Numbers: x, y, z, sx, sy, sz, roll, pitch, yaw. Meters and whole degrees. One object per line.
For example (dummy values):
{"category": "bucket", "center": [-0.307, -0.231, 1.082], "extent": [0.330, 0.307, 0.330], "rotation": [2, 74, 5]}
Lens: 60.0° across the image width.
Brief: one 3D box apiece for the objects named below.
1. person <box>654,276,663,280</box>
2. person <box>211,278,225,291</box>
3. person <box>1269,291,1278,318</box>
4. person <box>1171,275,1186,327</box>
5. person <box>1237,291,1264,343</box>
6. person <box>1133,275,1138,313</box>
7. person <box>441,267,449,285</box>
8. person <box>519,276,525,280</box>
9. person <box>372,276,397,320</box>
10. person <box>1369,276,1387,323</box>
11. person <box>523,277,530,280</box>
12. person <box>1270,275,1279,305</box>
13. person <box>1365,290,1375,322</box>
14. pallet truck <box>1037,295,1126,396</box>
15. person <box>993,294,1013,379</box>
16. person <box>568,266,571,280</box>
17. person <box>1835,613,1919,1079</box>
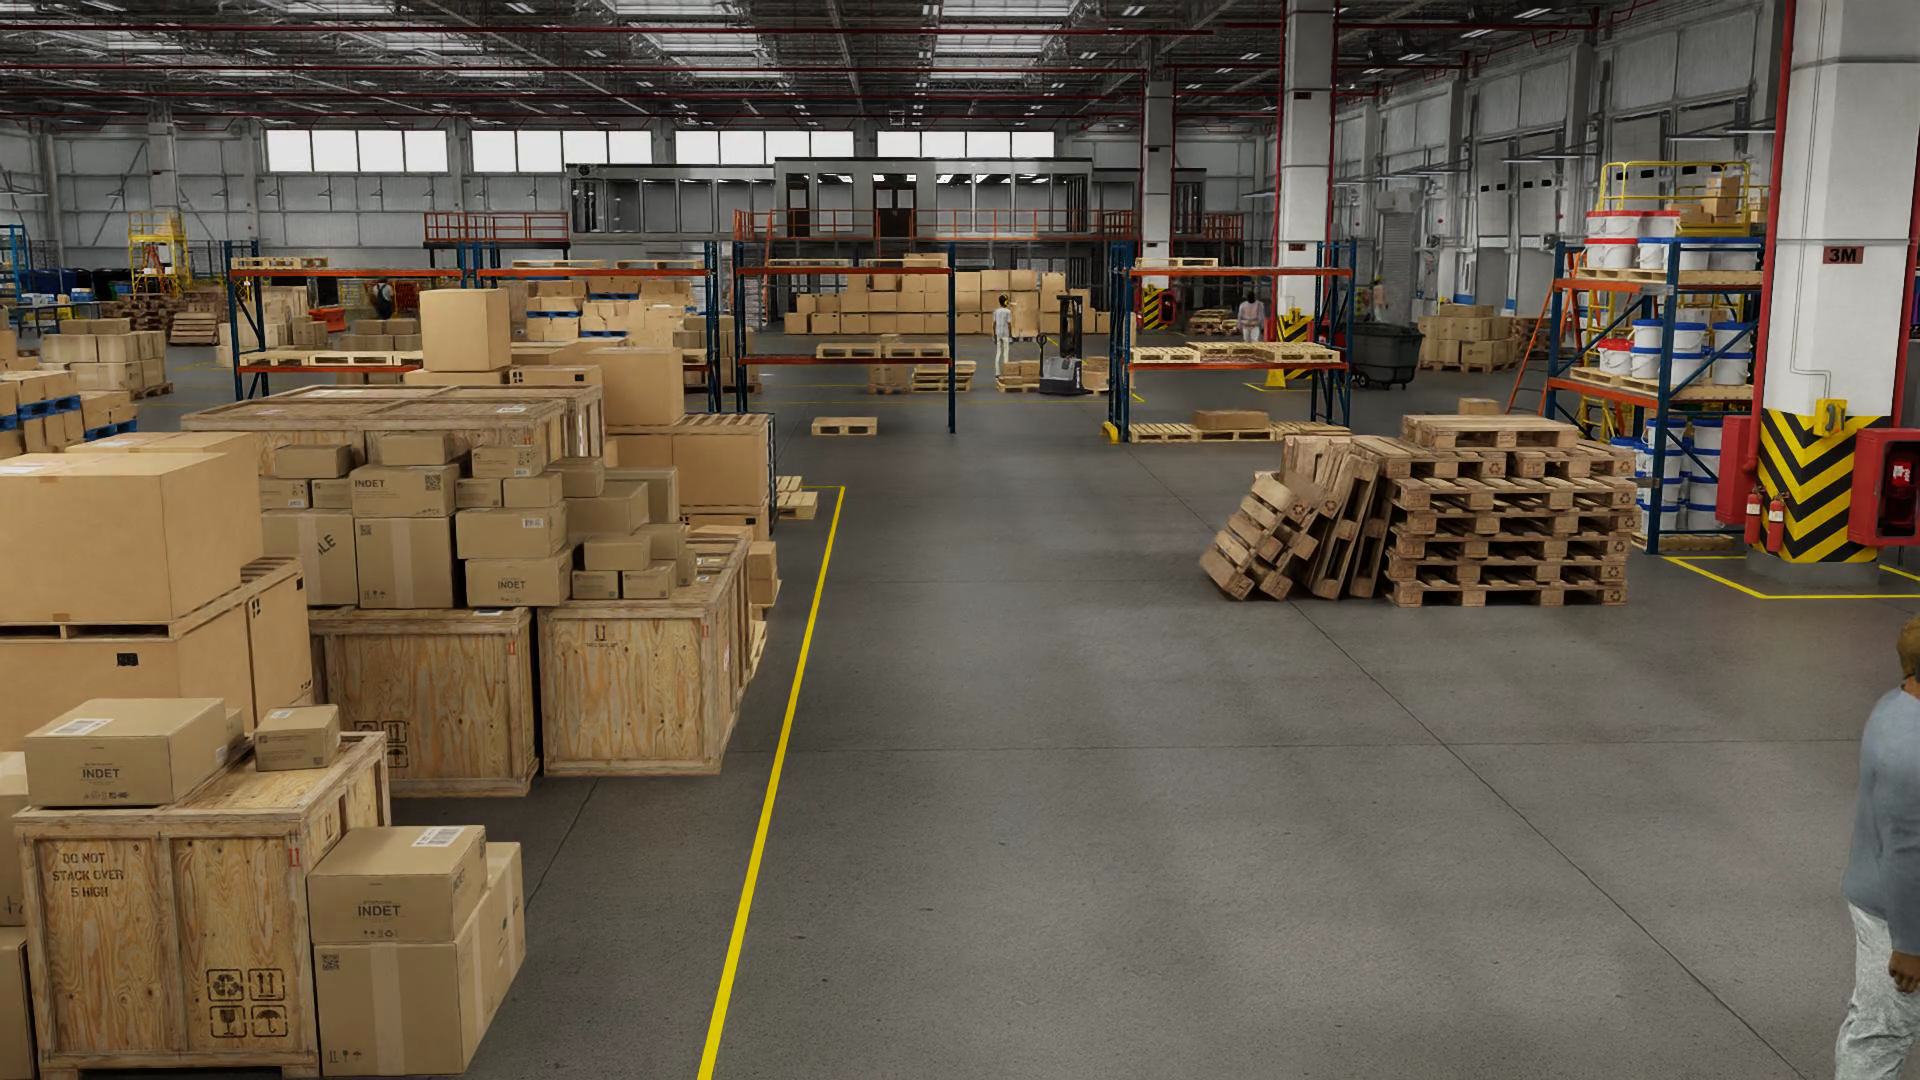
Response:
{"category": "person", "center": [-9.921, -7.706, 54.363], "extent": [0.628, 2.009, 0.957], "rotation": [-4, 11, -21]}
{"category": "person", "center": [-26.470, -8.500, 59.479], "extent": [0.530, 1.754, 0.372], "rotation": [2, 10, 11]}
{"category": "person", "center": [7.274, -4.675, 37.631], "extent": [0.617, 1.958, 0.993], "rotation": [5, 11, 25]}
{"category": "person", "center": [7.702, -8.594, 59.363], "extent": [0.692, 1.965, 0.631], "rotation": [3, 11, 17]}
{"category": "person", "center": [7.183, -5.249, 41.244], "extent": [0.659, 1.794, 0.943], "rotation": [3, 11, 19]}
{"category": "person", "center": [6.672, -9.419, 64.501], "extent": [0.951, 1.807, 0.630], "rotation": [10, 14, 43]}
{"category": "person", "center": [-22.989, -11.231, 74.332], "extent": [0.355, 1.882, 0.576], "rotation": [-8, 13, -37]}
{"category": "person", "center": [-15.362, -8.393, 58.468], "extent": [0.554, 1.912, 0.863], "rotation": [-3, 11, -17]}
{"category": "person", "center": [-18.379, -7.531, 53.275], "extent": [0.688, 2.000, 0.599], "rotation": [3, 11, 17]}
{"category": "person", "center": [14.199, -8.038, 56.639], "extent": [0.645, 1.853, 0.950], "rotation": [-6, 12, -31]}
{"category": "person", "center": [-13.509, -7.231, 51.920], "extent": [0.437, 1.925, 0.657], "rotation": [0, 10, -1]}
{"category": "person", "center": [13.985, -11.078, 73.417], "extent": [0.605, 1.916, 0.959], "rotation": [1, 10, 5]}
{"category": "person", "center": [14.339, -8.159, 57.852], "extent": [0.540, 1.659, 0.861], "rotation": [-8, 13, -37]}
{"category": "pallet truck", "center": [2.483, -3.881, 33.060], "extent": [1.885, 1.965, 0.823], "rotation": [-7, 13, -36]}
{"category": "person", "center": [0.957, -4.478, 36.740], "extent": [0.520, 1.873, 0.328], "rotation": [8, 13, 38]}
{"category": "person", "center": [-17.846, -11.615, 76.340], "extent": [0.585, 1.928, 0.370], "rotation": [-9, 14, -42]}
{"category": "person", "center": [2.942, 1.156, 5.166], "extent": [0.373, 1.940, 0.630], "rotation": [6, 12, 28]}
